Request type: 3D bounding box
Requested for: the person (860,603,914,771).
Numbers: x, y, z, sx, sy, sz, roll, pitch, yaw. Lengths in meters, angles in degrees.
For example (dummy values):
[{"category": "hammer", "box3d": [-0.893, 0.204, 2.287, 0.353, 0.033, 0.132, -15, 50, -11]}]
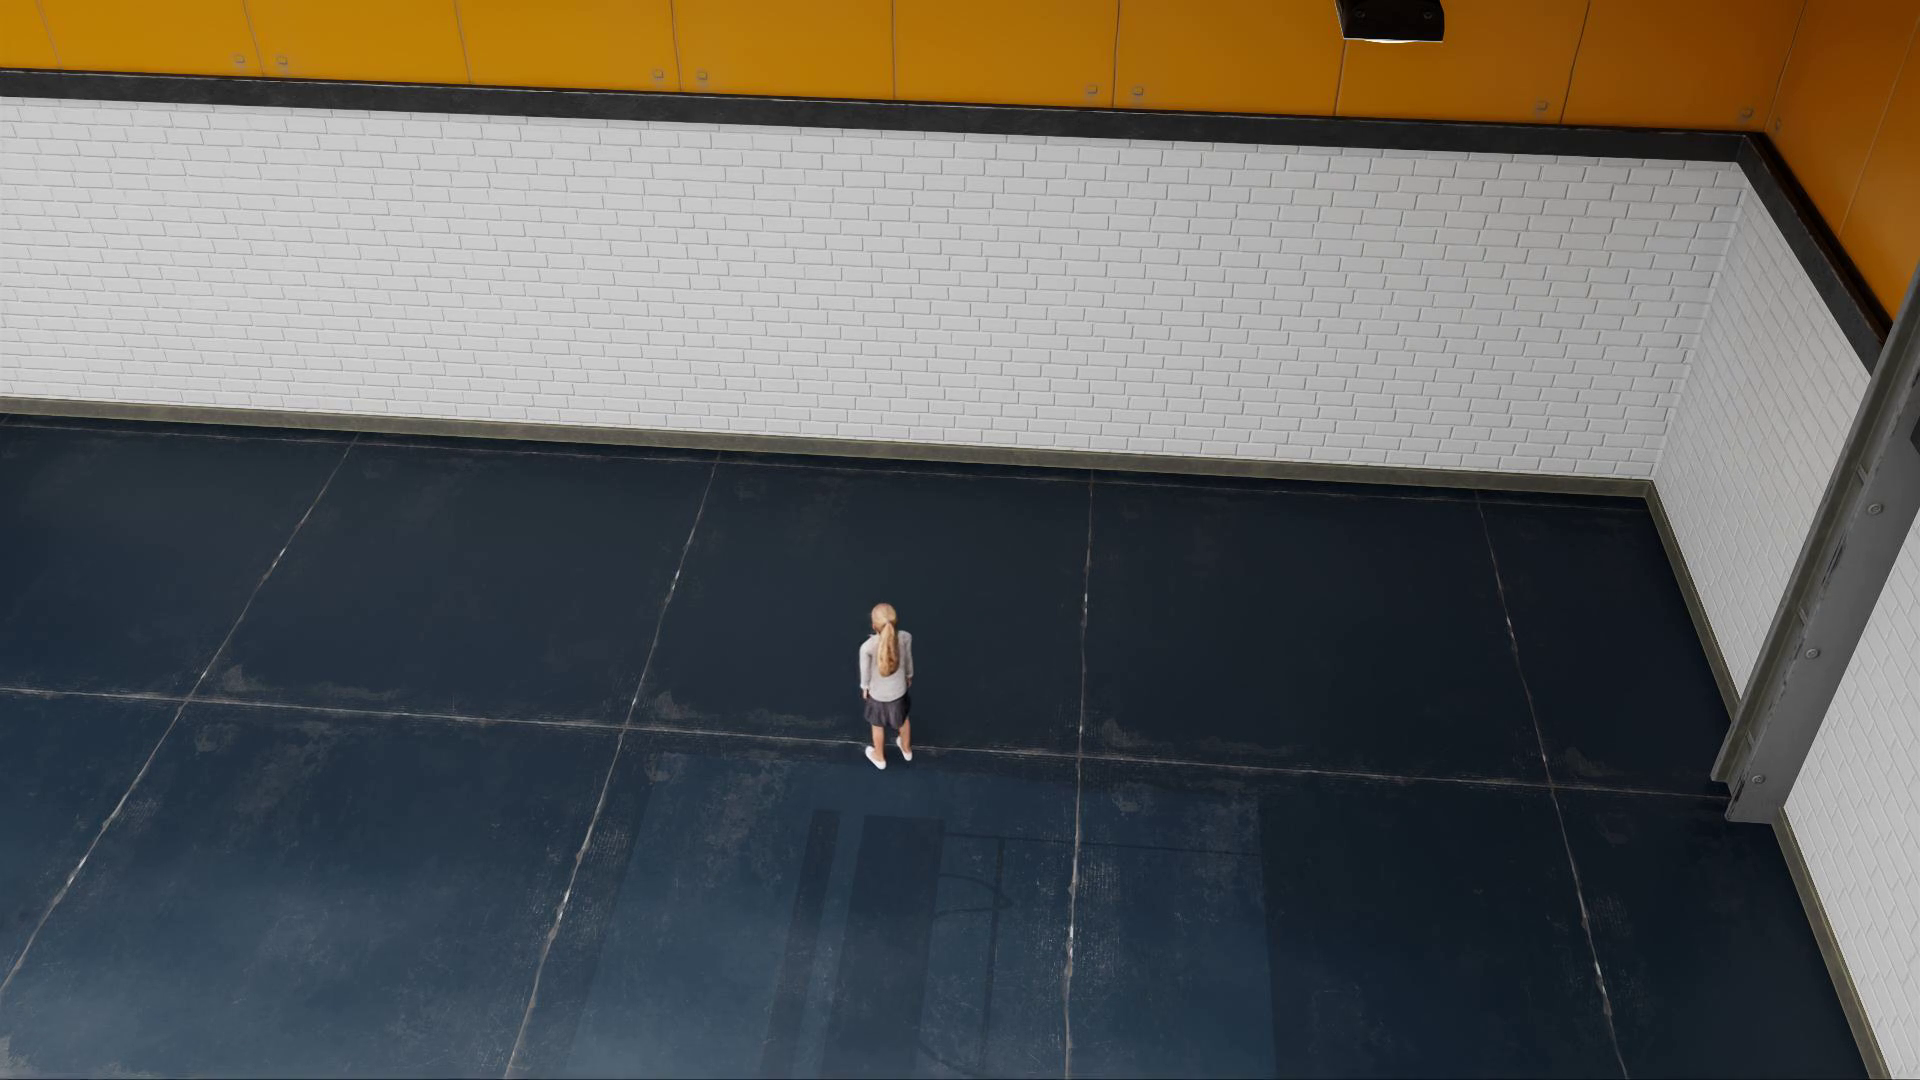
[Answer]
[{"category": "person", "box3d": [-0.455, 0.901, 10.389, 0.584, 1.274, 0.624, -14, 41, -17]}]
